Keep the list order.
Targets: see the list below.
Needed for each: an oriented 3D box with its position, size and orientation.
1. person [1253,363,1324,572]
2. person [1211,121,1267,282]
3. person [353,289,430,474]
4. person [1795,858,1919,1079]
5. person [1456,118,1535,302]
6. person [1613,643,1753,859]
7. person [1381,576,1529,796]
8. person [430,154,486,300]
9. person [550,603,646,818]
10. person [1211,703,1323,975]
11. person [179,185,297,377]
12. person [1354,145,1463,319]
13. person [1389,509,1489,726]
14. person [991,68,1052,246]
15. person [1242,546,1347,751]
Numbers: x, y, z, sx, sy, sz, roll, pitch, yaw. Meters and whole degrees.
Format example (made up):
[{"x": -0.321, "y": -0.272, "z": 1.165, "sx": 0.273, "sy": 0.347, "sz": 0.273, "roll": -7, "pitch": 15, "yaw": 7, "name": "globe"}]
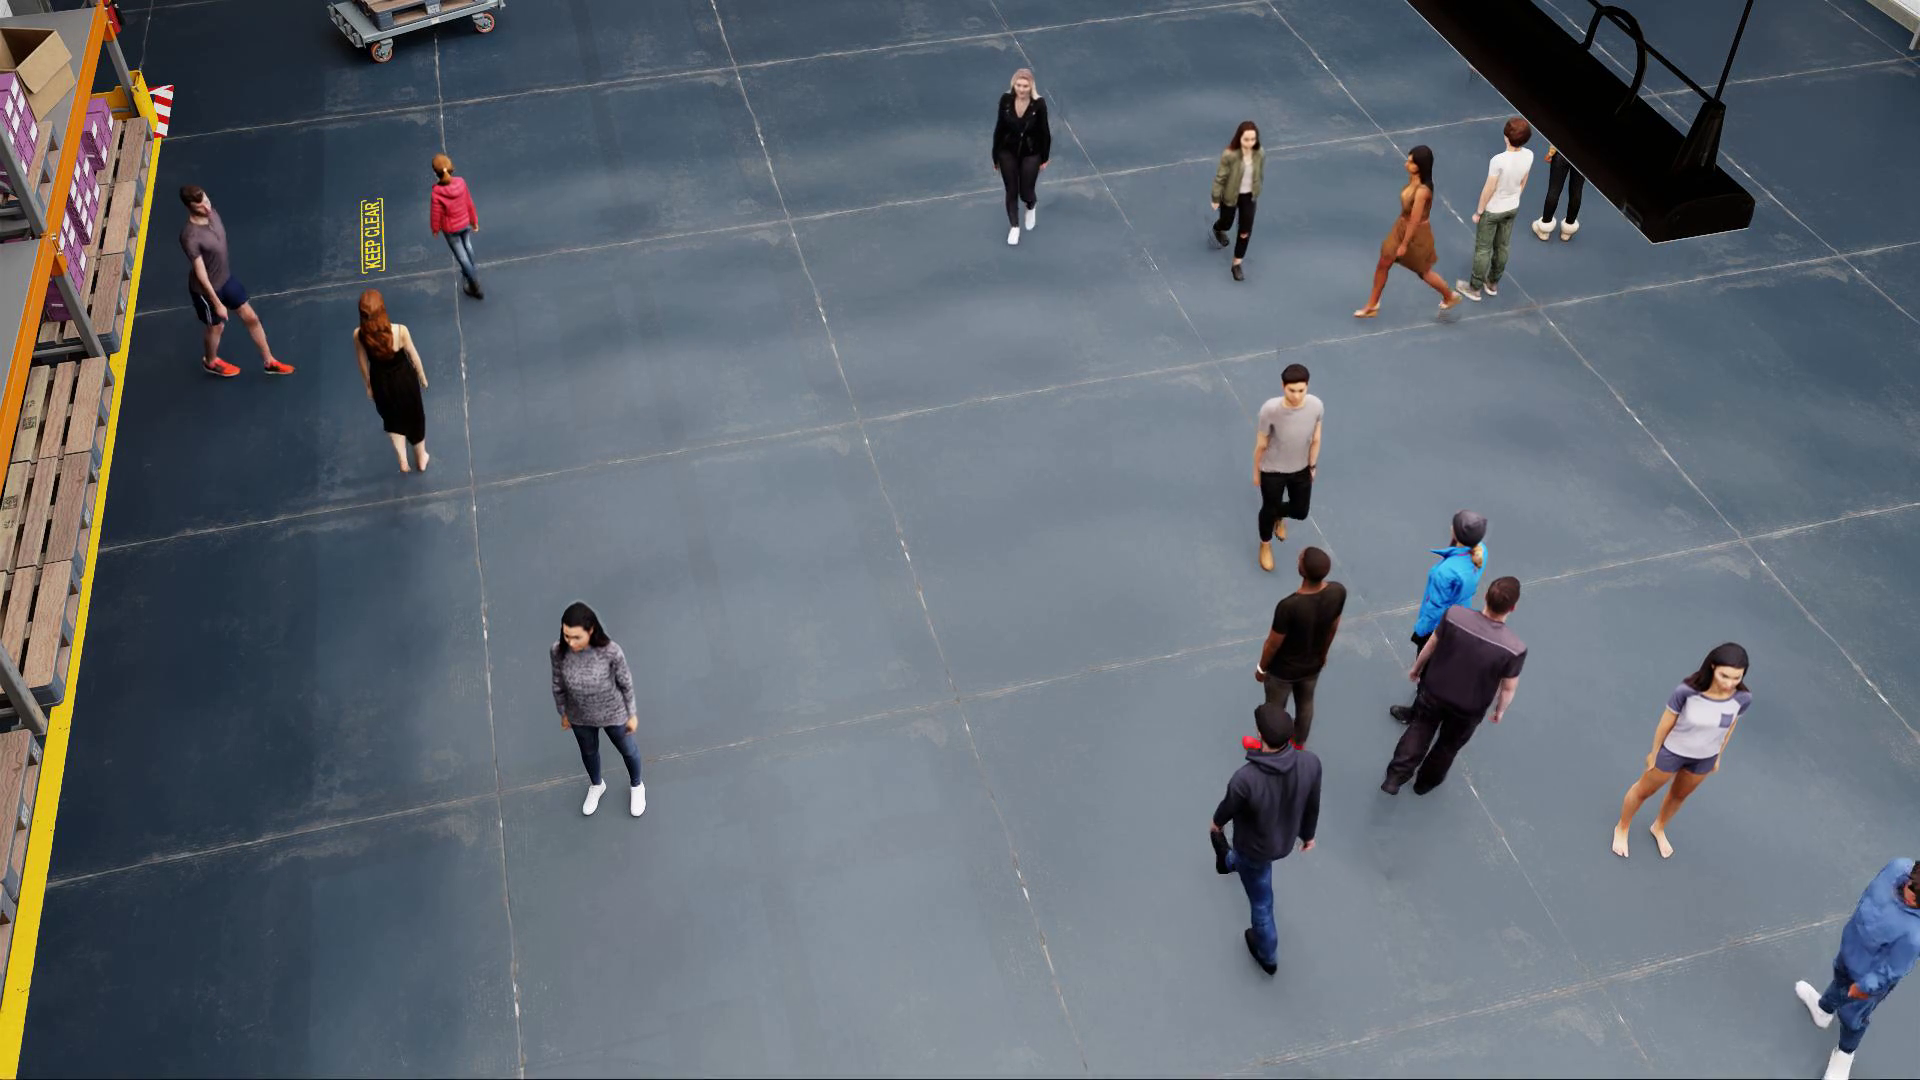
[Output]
[{"x": 2.239, "y": -0.566, "z": 11.526, "sx": 0.670, "sy": 1.706, "sz": 0.754, "roll": -4, "pitch": 44, "yaw": -4, "name": "person"}, {"x": 2.365, "y": -2.967, "z": 14.232, "sx": 0.677, "sy": 1.449, "sz": 0.942, "roll": -9, "pitch": 44, "yaw": -9, "name": "person"}, {"x": -4.129, "y": -1.074, "z": 12.128, "sx": 0.615, "sy": 1.612, "sz": 0.738, "roll": -6, "pitch": 44, "yaw": -7, "name": "person"}, {"x": 4.789, "y": 2.090, "z": 8.680, "sx": 0.950, "sy": 1.786, "sz": 0.744, "roll": 19, "pitch": 47, "yaw": 19, "name": "person"}, {"x": 4.495, "y": -2.757, "z": 13.863, "sx": 0.575, "sy": 1.654, "sz": 0.529, "roll": -15, "pitch": 46, "yaw": -15, "name": "person"}, {"x": 4.209, "y": 1.215, "z": 9.636, "sx": 0.649, "sy": 1.733, "sz": 0.630, "roll": 4, "pitch": 44, "yaw": 4, "name": "person"}, {"x": 2.898, "y": 0.969, "z": 9.827, "sx": 0.978, "sy": 1.826, "sz": 1.044, "roll": 27, "pitch": 50, "yaw": 26, "name": "person"}, {"x": -4.178, "y": -2.601, "z": 13.954, "sx": 0.773, "sy": 1.304, "sz": 0.694, "roll": 29, "pitch": 51, "yaw": 27, "name": "person"}, {"x": -2.138, "y": 1.002, "z": 9.861, "sx": 0.678, "sy": 1.731, "sz": 0.627, "roll": 2, "pitch": 44, "yaw": 2, "name": "person"}, {"x": 1.693, "y": 1.706, "z": 9.047, "sx": 0.774, "sy": 1.836, "sz": 1.190, "roll": -15, "pitch": 46, "yaw": -15, "name": "person"}, {"x": -5.880, "y": -2.000, "z": 12.953, "sx": 1.016, "sy": 1.814, "sz": 1.081, "roll": 4, "pitch": 44, "yaw": 4, "name": "person"}, {"x": 3.761, "y": -2.442, "z": 13.540, "sx": 0.709, "sy": 1.643, "sz": 1.067, "roll": -4, "pitch": 44, "yaw": -4, "name": "person"}, {"x": 3.010, "y": 0.511, "z": 10.329, "sx": 0.686, "sy": 1.797, "sz": 0.654, "roll": -27, "pitch": 50, "yaw": -26, "name": "person"}, {"x": 0.552, "y": -3.394, "z": 14.521, "sx": 0.784, "sy": 1.670, "sz": 0.834, "roll": 12, "pitch": 45, "yaw": 12, "name": "person"}, {"x": 2.057, "y": 0.731, "z": 10.092, "sx": 0.657, "sy": 1.805, "sz": 0.584, "roll": -16, "pitch": 46, "yaw": -16, "name": "person"}]
